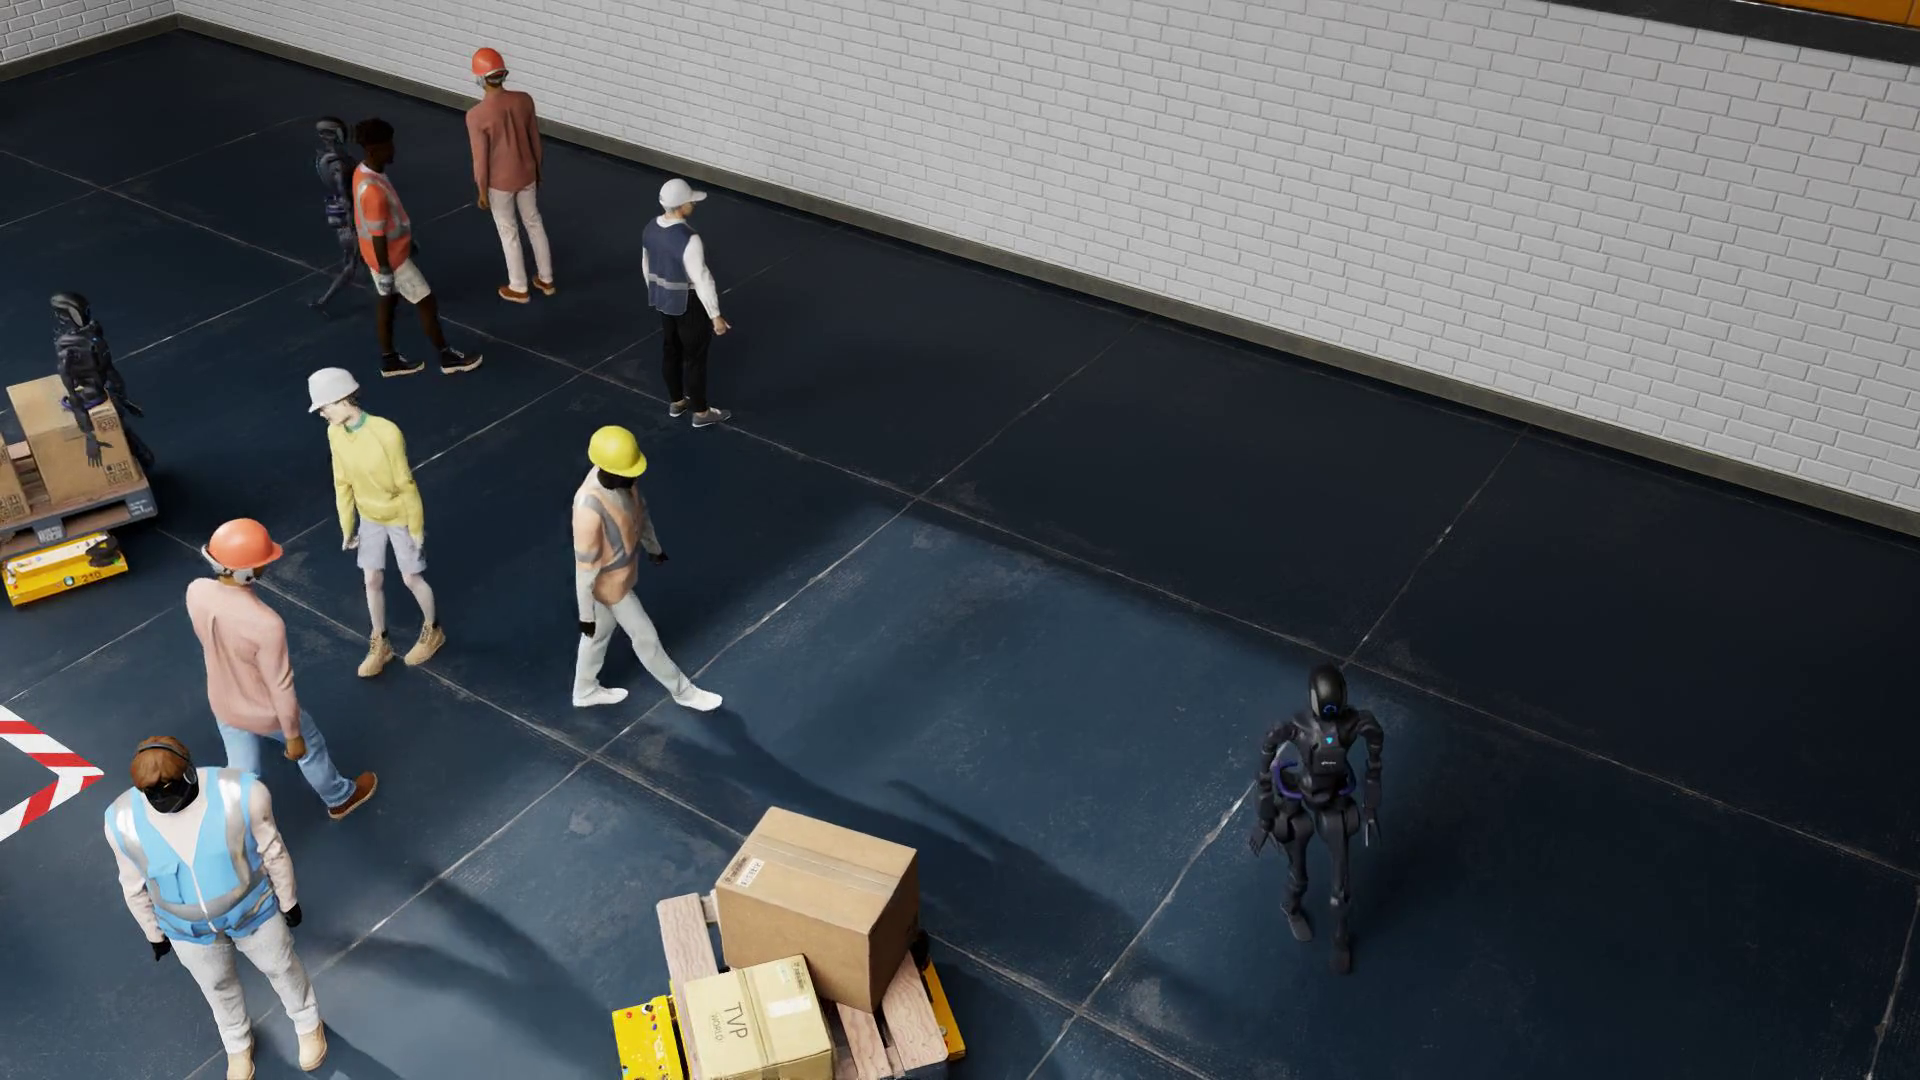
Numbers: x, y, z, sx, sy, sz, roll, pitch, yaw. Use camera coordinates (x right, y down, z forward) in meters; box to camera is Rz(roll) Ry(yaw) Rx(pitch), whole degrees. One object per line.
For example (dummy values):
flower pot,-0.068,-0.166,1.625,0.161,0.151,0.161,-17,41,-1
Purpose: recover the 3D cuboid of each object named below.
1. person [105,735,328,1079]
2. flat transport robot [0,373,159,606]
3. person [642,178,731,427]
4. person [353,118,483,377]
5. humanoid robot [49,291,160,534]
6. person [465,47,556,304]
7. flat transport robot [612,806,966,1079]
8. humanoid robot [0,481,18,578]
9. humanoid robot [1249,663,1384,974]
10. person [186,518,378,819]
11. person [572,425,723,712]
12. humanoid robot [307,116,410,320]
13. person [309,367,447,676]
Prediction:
person,-3.004,1.508,6.749,0.627,1.837,0.429,-10,36,-14
flat transport robot,-5.732,-0.110,10.421,0.659,0.231,1.431,-21,40,-27
person,-1.871,-1.600,11.250,0.760,1.756,0.443,28,44,34
person,-3.880,-2.050,11.736,0.830,1.935,0.620,-14,37,-19
humanoid robot,-5.232,-0.760,10.120,0.339,1.642,0.588,-1,35,-2
person,-3.456,-2.777,12.733,0.393,1.992,0.623,26,42,32
flat transport robot,-0.753,2.123,7.229,1.431,0.231,0.659,-10,36,-14
humanoid robot,-5.836,-0.463,9.630,0.680,1.772,0.533,15,38,21
humanoid robot,1.584,1.204,7.330,0.598,1.643,0.471,-2,35,-3
person,-3.273,0.760,7.738,0.627,1.929,0.997,15,38,20
person,-1.711,0.173,8.621,0.900,1.861,0.668,1,35,1
humanoid robot,-4.658,-2.377,12.479,0.736,1.649,0.608,-12,37,-17
person,-3.142,-0.093,9.024,0.494,1.853,0.543,9,36,13
